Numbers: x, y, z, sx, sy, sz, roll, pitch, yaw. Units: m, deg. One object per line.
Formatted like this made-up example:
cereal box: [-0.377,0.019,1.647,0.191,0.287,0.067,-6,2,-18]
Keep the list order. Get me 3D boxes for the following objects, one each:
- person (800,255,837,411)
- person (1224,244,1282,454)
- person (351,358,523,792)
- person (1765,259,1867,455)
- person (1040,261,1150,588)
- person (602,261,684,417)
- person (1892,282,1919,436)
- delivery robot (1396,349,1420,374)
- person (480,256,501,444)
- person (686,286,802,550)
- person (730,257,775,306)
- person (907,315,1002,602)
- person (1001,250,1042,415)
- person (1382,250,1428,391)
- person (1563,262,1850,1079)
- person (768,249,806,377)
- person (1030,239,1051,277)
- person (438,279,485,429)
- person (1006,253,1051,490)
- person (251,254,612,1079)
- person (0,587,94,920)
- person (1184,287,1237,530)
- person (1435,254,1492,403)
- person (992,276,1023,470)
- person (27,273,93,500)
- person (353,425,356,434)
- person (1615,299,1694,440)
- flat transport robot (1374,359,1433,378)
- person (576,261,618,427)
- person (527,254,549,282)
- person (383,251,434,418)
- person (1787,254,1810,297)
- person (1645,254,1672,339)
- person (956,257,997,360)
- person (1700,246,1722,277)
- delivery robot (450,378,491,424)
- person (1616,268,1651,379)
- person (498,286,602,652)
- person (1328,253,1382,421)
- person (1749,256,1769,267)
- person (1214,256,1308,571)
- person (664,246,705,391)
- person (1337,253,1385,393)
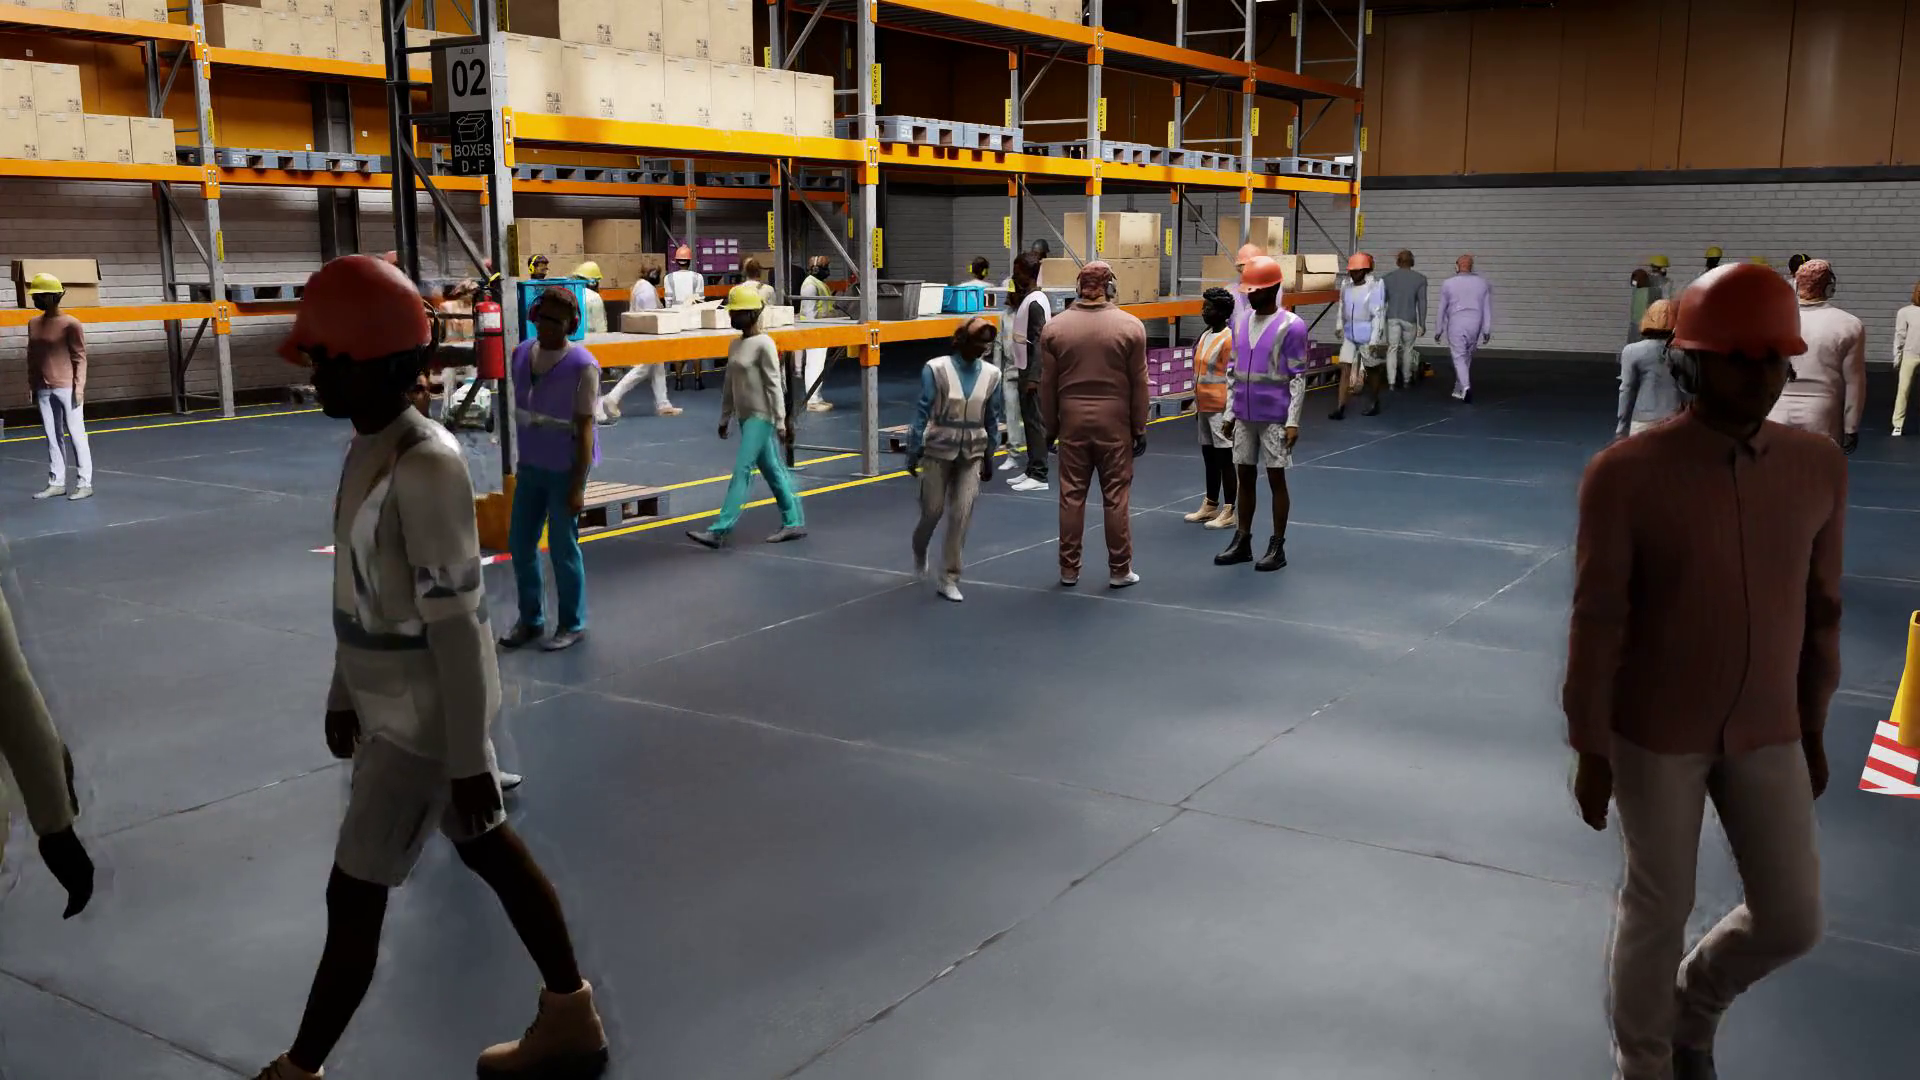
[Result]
person: [-1.679,-2.456,19.792,0.430,1.843,0.625,1,10,7]
person: [2.769,-1.829,15.912,0.627,1.997,1.054,8,13,36]
person: [-1.911,0.140,6.018,0.745,1.606,0.546,-1,10,-4]
person: [5.001,-0.697,9.866,0.642,1.908,0.409,8,13,36]
person: [0.794,-0.664,9.698,0.638,1.903,0.408,3,11,15]
person: [-3.668,-2.297,19.066,0.855,1.799,0.633,-2,10,-12]
person: [9.874,-1.862,17.111,0.500,1.626,0.284,4,11,21]
delivery robot: [6.369,-2.567,23.714,0.477,0.478,0.707,3,11,17]
person: [-4.479,-1.885,16.545,0.467,1.867,0.631,-5,11,-25]
person: [-1.418,-0.797,10.909,0.918,1.715,0.547,-7,12,-33]
person: [-2.286,-2.190,18.352,0.549,1.820,0.564,0,10,-1]
person: [-0.055,-0.481,9.483,0.585,1.603,0.552,-3,11,-18]
person: [0.774,-2.426,19.427,0.636,1.914,0.798,6,12,31]
person: [5.960,-2.959,22.465,0.666,1.887,1.028,4,11,19]
person: [1.596,0.404,3.561,0.643,1.974,0.441,-1,10,-6]
person: [-2.554,-3.377,24.495,0.609,1.986,0.390,-6,12,-31]
person: [1.195,-3.431,24.643,0.687,2.000,0.538,8,13,38]
person: [-5.354,-1.953,17.654,0.648,1.608,0.328,-6,12,-31]
person: [0.587,-1.363,13.522,0.375,1.916,0.599,-1,10,-4]
person: [-1.267,0.376,3.699,1.027,1.983,0.694,-5,11,-24]
person: [-1.935,0.557,2.818,0.999,1.938,0.667,2,10,13]
person: [1.799,-0.924,11.704,0.315,1.696,0.541,-3,11,-18]
person: [6.328,-2.653,20.878,0.655,1.854,1.010,0,10,-2]
person: [0.513,-1.474,14.653,0.495,1.741,0.347,7,12,32]
person: [-7.049,-1.189,12.978,0.524,1.769,0.314,3,11,16]
person: [-5.057,-1.428,14.295,0.533,1.772,0.297,0,10,0]
person: [4.603,-0.768,11.011,0.501,1.633,0.283,1,10,7]
flat transport robot: [6.261,-2.573,24.793,0.652,0.197,1.431,-8,13,-36]
person: [-4.038,-2.071,17.784,0.759,1.802,0.615,-10,14,-44]
person: [-4.710,-2.251,18.598,0.328,1.865,0.521,1,10,7]
person: [-4.255,-1.227,12.712,0.545,1.940,0.352,5,11,26]
person: [9.423,-2.294,18.835,0.331,1.865,0.519,-6,12,-29]
person: [10.197,-3.278,24.433,0.448,1.814,0.618,-4,11,-23]
person: [0.223,-2.434,19.745,0.498,1.810,0.978,3,11,17]
person: [11.250,-3.429,24.944,0.595,1.925,0.373,-5,12,-27]
delivery robot: [-5.204,-1.480,17.691,0.477,0.478,0.707,-2,10,-9]
person: [9.890,-3.125,24.118,0.524,1.617,0.513,0,10,-2]
person: [-1.978,-0.329,8.115,0.653,1.797,0.436,6,12,31]
person: [4.544,-2.310,18.896,0.559,1.883,1.028,9,14,42]
person: [11.332,-3.098,23.465,0.599,1.807,0.755,-6,12,-31]
person: [1.844,-0.770,10.215,0.382,1.927,0.542,-10,14,-43]
person: [-3.694,-2.973,22.386,0.543,1.939,0.360,-1,10,-6]
person: [5.248,-2.832,21.843,0.618,1.859,0.743,5,11,24]
